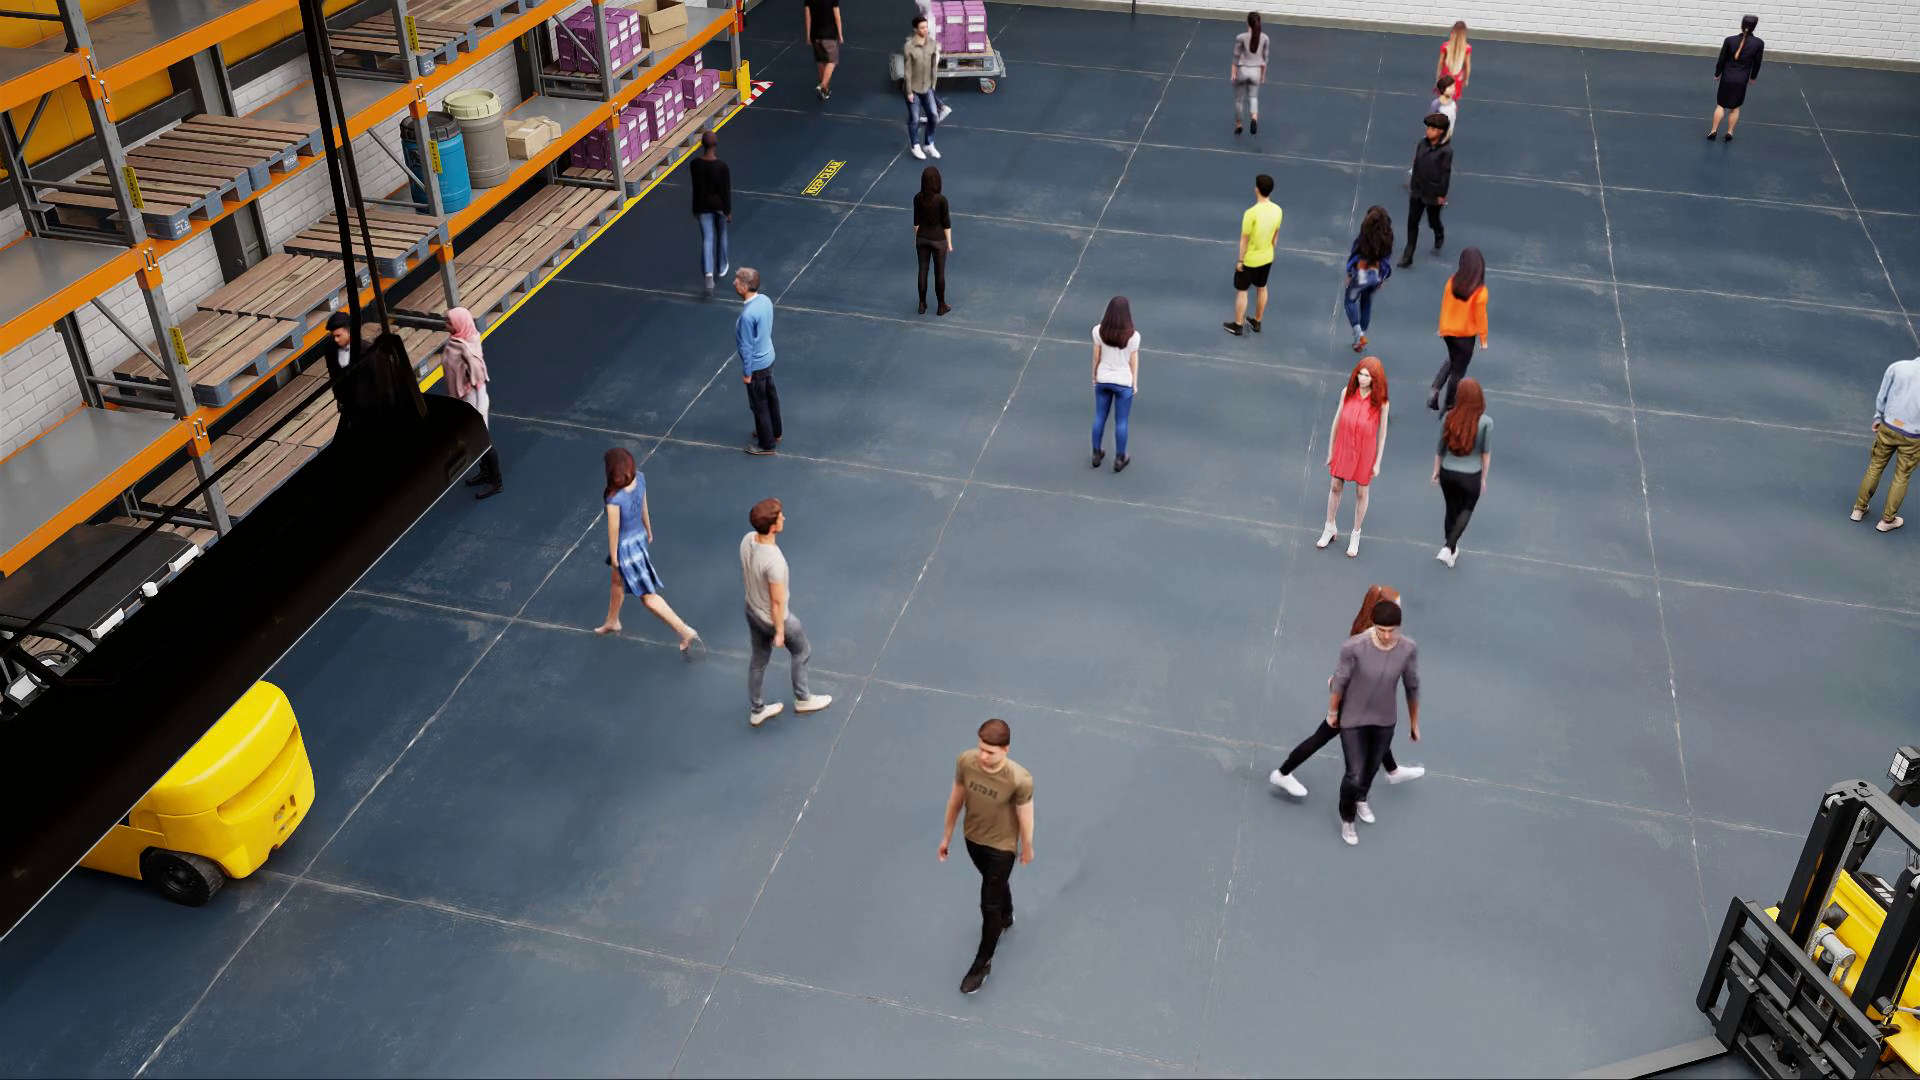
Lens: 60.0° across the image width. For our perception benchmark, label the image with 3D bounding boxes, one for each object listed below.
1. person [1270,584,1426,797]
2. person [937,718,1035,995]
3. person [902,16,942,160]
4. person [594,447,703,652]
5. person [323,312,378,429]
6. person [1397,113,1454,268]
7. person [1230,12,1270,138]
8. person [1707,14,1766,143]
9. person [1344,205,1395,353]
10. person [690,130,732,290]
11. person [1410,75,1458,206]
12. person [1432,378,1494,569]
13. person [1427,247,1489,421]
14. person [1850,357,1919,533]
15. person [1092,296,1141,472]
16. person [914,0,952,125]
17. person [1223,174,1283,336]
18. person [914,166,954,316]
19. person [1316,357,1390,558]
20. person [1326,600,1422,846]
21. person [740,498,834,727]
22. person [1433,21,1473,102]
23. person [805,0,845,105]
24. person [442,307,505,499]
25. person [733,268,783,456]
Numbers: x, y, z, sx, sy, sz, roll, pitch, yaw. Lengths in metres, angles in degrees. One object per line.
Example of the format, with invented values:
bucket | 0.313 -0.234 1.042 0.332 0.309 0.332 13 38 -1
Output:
person | 2.585 1.069 11.248 0.855 1.674 1.292 3 34 4
person | 0.240 1.764 10.067 0.888 1.824 1.084 23 40 31
person | -0.583 -5.871 21.529 0.828 1.851 0.891 -18 38 -25
person | -2.414 0.137 12.574 0.718 1.759 1.098 7 34 11
person | -5.156 -1.226 14.569 0.834 1.819 1.224 7 34 11
person | 5.312 -3.955 18.731 0.931 1.757 1.156 26 41 33
person | 3.847 -6.138 22.098 0.760 1.665 0.861 -3 34 -5
person | 10.272 -6.110 22.052 0.709 1.671 0.641 12 35 17
person | 4.124 -2.605 16.830 0.758 1.614 0.813 -4 34 -6
person | -2.733 -3.593 18.216 0.763 1.725 1.122 2 34 3
person | 5.825 -4.942 20.410 0.951 1.542 0.957 -23 40 -30
person | 4.036 -0.465 13.515 0.702 1.720 0.856 18 37 25
person | 4.629 -1.899 15.663 0.835 1.729 0.763 -12 36 -18
person | 8.018 -0.930 14.132 0.780 1.811 0.755 -23 40 -31
person | 1.389 -1.394 14.946 0.636 1.682 0.597 16 37 23
person | -0.355 -6.446 22.474 0.736 1.763 0.686 14 36 20
person | 3.096 -2.955 17.276 0.724 1.704 0.772 -16 37 -22
person | -0.303 -3.177 17.666 0.575 1.640 0.502 10 35 15
person | 3.277 -0.704 13.777 0.654 1.827 0.615 20 38 27
person | 2.691 1.107 11.044 0.859 1.836 0.892 -7 34 -10
person | -1.429 0.559 11.834 0.996 1.875 0.914 -26 42 -34
person | 6.496 -6.047 22.039 0.612 1.578 0.710 11 35 16
person | -1.922 -7.034 23.282 0.688 1.847 1.000 7 34 10
person | -4.259 -1.214 14.566 0.783 1.803 0.720 -17 37 -24
person | -1.839 -1.653 15.218 0.705 1.813 0.500 7 34 10
